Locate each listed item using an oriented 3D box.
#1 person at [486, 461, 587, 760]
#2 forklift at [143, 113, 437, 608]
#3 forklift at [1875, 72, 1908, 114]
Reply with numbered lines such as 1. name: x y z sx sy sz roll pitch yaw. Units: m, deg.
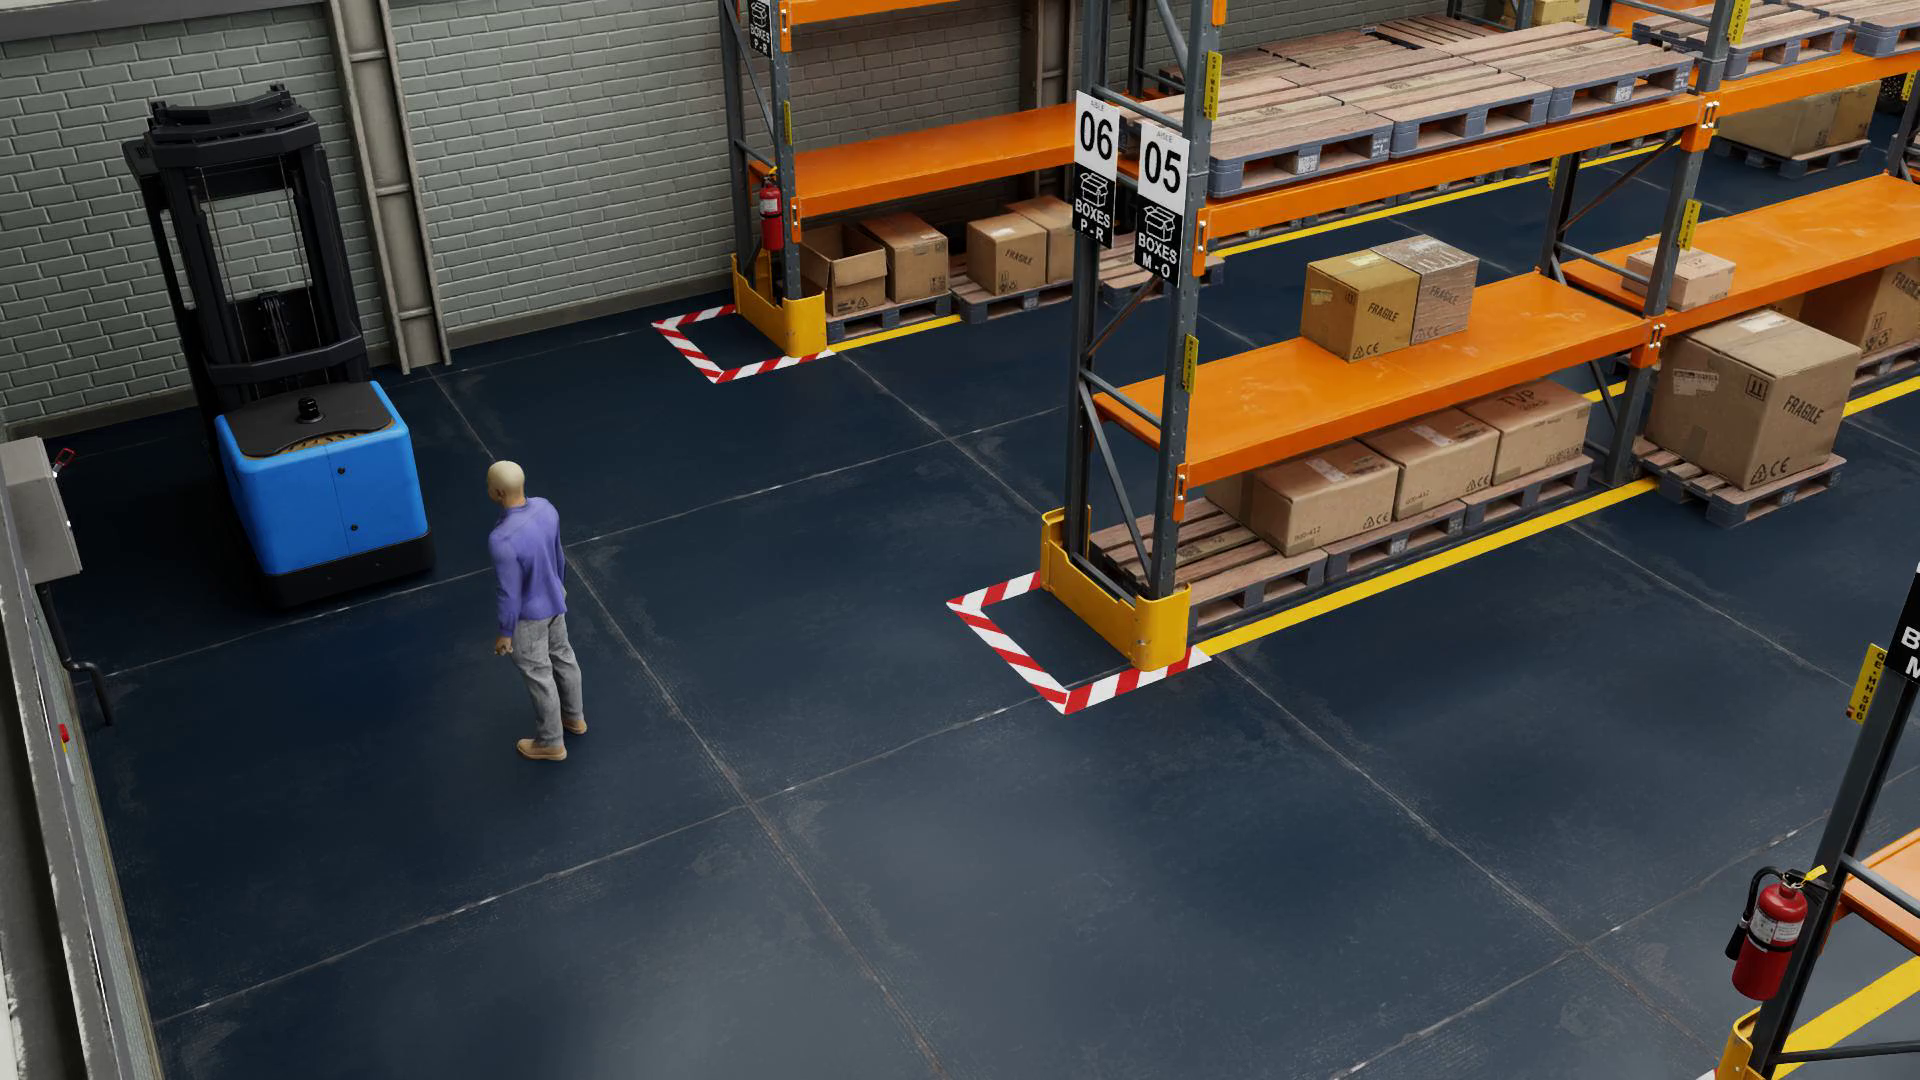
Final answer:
1. person: -2.257 0.381 8.870 0.375 1.796 0.606 10 33 16
2. forklift: -4.289 -1.259 10.509 1.129 2.768 1.873 -17 36 -26
3. forklift: 11.468 -5.645 18.244 1.214 2.155 2.313 -17 36 -26
